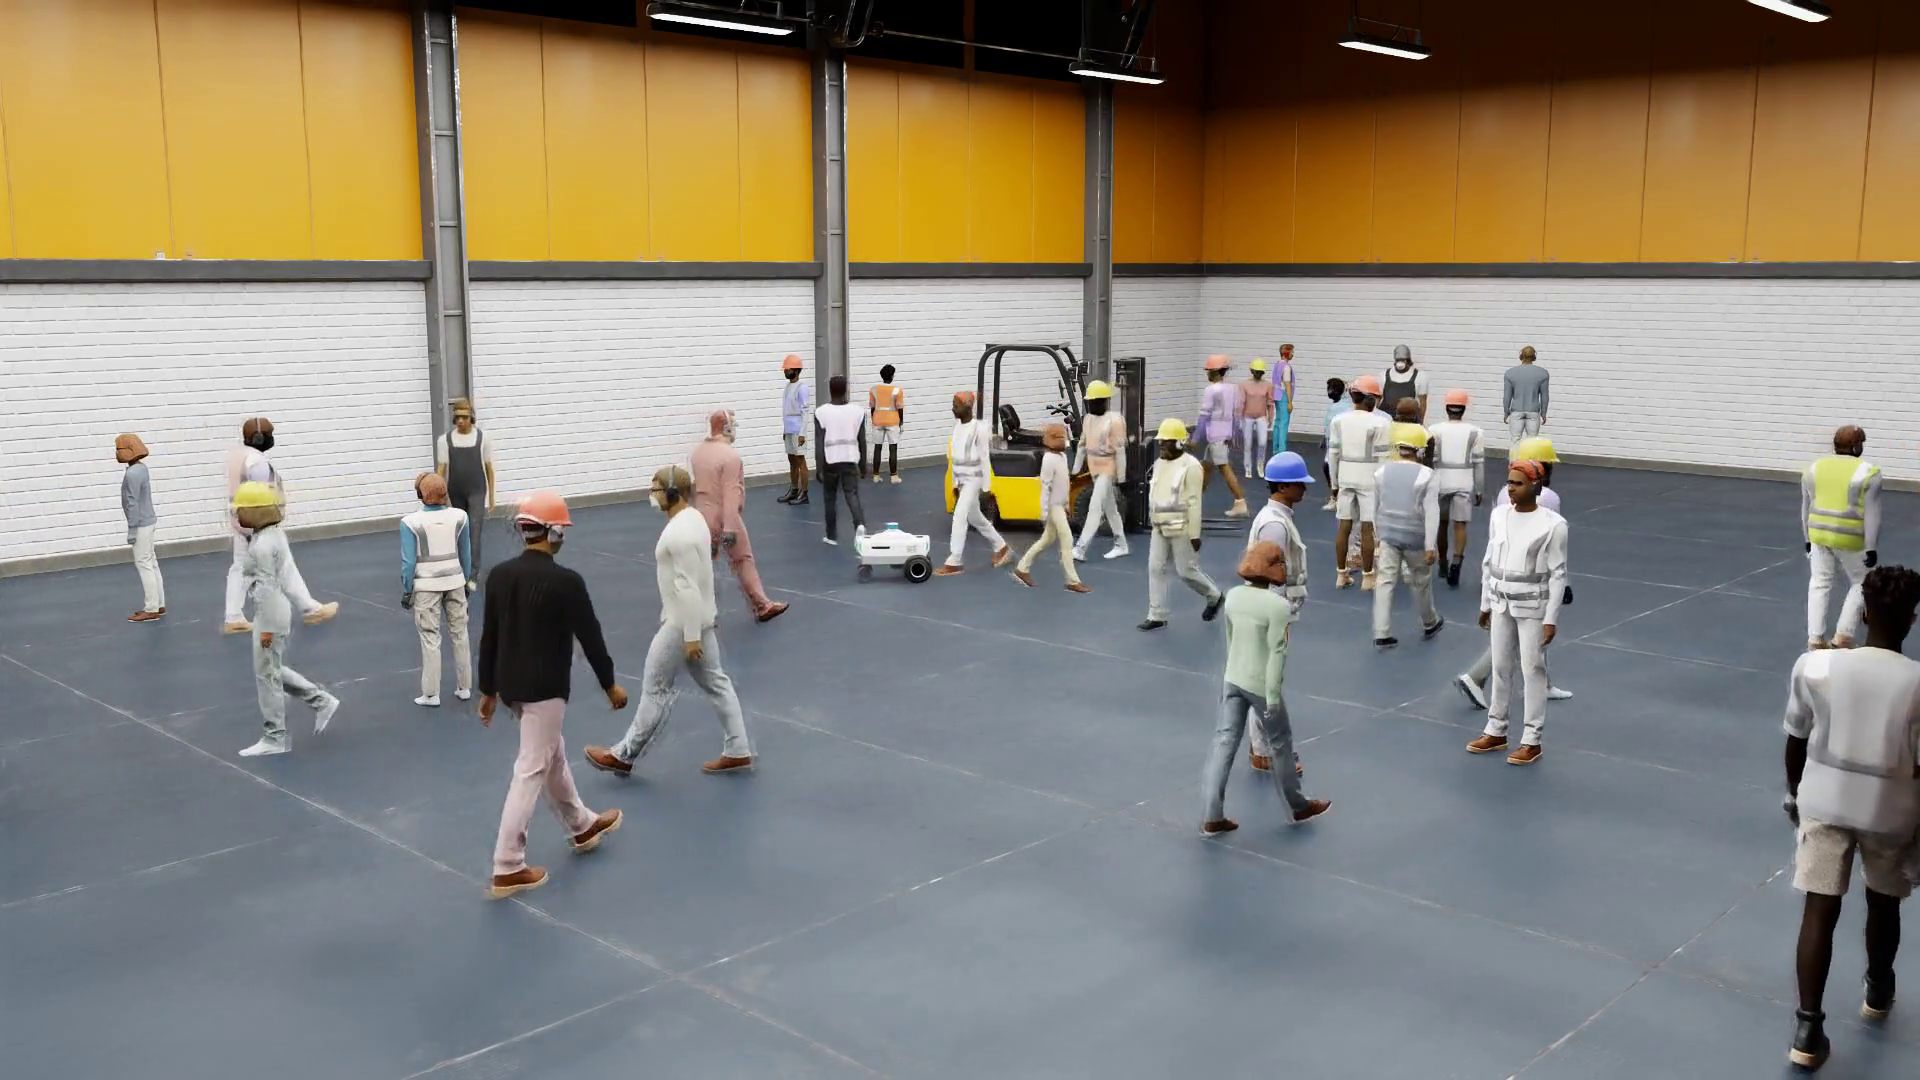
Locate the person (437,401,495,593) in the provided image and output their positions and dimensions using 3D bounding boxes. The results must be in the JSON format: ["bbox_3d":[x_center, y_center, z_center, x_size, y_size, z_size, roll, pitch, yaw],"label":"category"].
[{"bbox_3d":[-4.718,-0.439,15.893,0.527,1.802,0.987,-1,9,-7],"label":"person"}]

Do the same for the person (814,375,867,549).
[{"bbox_3d":[-1.275,-0.843,18.086,0.602,1.892,0.861,-4,10,-22],"label":"person"}]

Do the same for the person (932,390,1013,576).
[{"bbox_3d":[0.148,-0.587,16.646,0.957,1.851,0.574,-5,11,-30],"label":"person"}]

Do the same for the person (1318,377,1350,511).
[{"bbox_3d":[4.665,-1.192,20.841,0.520,1.678,0.535,0,9,-3],"label":"person"}]

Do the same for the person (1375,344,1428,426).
[{"bbox_3d":[6.041,-1.699,22.842,0.694,2.000,0.668,4,10,24],"label":"person"}]

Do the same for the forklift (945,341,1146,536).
[{"bbox_3d":[0.977,-1.223,19.452,2.313,2.155,1.214,2,9,11],"label":"forklift"}]

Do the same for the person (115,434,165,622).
[{"bbox_3d":[-7.094,-0.110,14.376,0.280,1.624,0.494,-3,10,-18],"label":"person"}]

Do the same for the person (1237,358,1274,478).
[{"bbox_3d":[4.265,-1.750,24.058,0.544,1.747,0.502,1,9,5],"label":"person"}]

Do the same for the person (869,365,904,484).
[{"bbox_3d":[-1.028,-1.629,23.486,0.529,1.691,0.318,3,10,17],"label":"person"}]

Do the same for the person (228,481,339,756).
[{"bbox_3d":[-4.251,0.484,10.399,0.510,1.732,0.488,-4,10,-21],"label":"person"}]

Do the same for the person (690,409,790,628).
[{"bbox_3d":[-1.944,-0.178,14.057,0.976,1.852,0.676,-8,12,-41],"label":"person"}]

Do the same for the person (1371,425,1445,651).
[{"bbox_3d":[3.619,-0.033,13.394,0.623,1.781,0.912,8,12,40],"label":"person"}]

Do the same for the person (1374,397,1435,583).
[{"bbox_3d":[4.200,-0.456,15.934,0.642,1.811,0.696,5,10,28],"label":"person"}]

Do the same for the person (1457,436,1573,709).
[{"bbox_3d":[3.869,0.225,11.517,0.905,1.897,0.603,-2,10,-13],"label":"person"}]

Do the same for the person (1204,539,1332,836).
[{"bbox_3d":[1.649,0.787,8.973,0.829,1.590,0.507,-6,11,-33],"label":"person"}]

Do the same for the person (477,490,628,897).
[{"bbox_3d":[-2.017,0.723,8.303,0.624,1.934,1.020,7,12,36],"label":"person"}]

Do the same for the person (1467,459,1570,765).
[{"bbox_3d":[3.441,0.435,10.241,0.355,1.883,0.572,-6,11,-32],"label":"person"}]

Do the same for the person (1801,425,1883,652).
[{"bbox_3d":[6.919,0.008,13.036,0.510,1.822,0.658,-6,11,-32],"label":"person"}]

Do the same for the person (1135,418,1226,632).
[{"bbox_3d":[1.873,-0.131,13.971,0.795,1.807,0.602,-6,11,-30],"label":"person"}]

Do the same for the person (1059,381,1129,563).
[{"bbox_3d":[1.401,-0.706,17.239,0.960,1.877,0.603,-4,10,-26],"label":"person"}]

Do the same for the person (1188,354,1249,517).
[{"bbox_3d":[3.140,-1.278,20.427,1.052,1.994,0.628,6,11,34],"label":"person"}]

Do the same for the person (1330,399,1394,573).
[{"bbox_3d":[4.055,-0.640,16.747,0.646,1.906,0.725,-1,9,-4],"label":"person"}]

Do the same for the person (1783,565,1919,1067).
[{"bbox_3d":[3.509,1.036,6.468,0.605,1.918,1.008,6,11,33],"label":"person"}]

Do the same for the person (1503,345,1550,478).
[{"bbox_3d":[8.124,-1.822,23.912,0.631,1.940,0.372,3,10,16],"label":"person"}]

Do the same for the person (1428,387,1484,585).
[{"bbox_3d":[4.763,-0.522,16.053,0.554,1.909,0.881,2,10,15],"label":"person"}]

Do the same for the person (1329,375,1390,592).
[{"bbox_3d":[3.780,-0.533,15.709,0.609,2.035,0.403,8,12,41],"label":"person"}]

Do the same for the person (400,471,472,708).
[{"bbox_3d":[-3.627,0.342,11.548,0.514,1.642,0.310,-8,13,-42],"label":"person"}]

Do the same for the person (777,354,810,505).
[{"bbox_3d":[-2.140,-1.423,21.453,0.350,1.942,0.542,-6,11,-33],"label":"person"}]

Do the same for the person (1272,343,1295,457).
[{"bbox_3d":[5.170,-2.218,26.612,0.389,1.849,0.567,-1,9,-8],"label":"person"}]

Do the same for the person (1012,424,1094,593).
[{"bbox_3d":[0.861,-0.312,15.684,0.810,1.597,0.508,3,10,19],"label":"person"}]

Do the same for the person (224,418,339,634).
[{"bbox_3d":[-5.775,-0.129,13.962,0.932,1.799,0.627,-9,13,-43],"label":"person"}]

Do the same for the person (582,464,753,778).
[{"bbox_3d":[-1.723,0.492,9.875,1.025,1.881,0.658,0,9,-1],"label":"person"}]

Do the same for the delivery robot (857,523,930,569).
[{"bbox_3d":[-0.653,0.075,16.222,0.707,0.478,0.477,-1,9,-3],"label":"delivery robot"}]

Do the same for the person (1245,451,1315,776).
[{"bbox_3d":[1.913,0.434,10.042,0.398,1.949,0.604,2,9,11],"label":"person"}]
